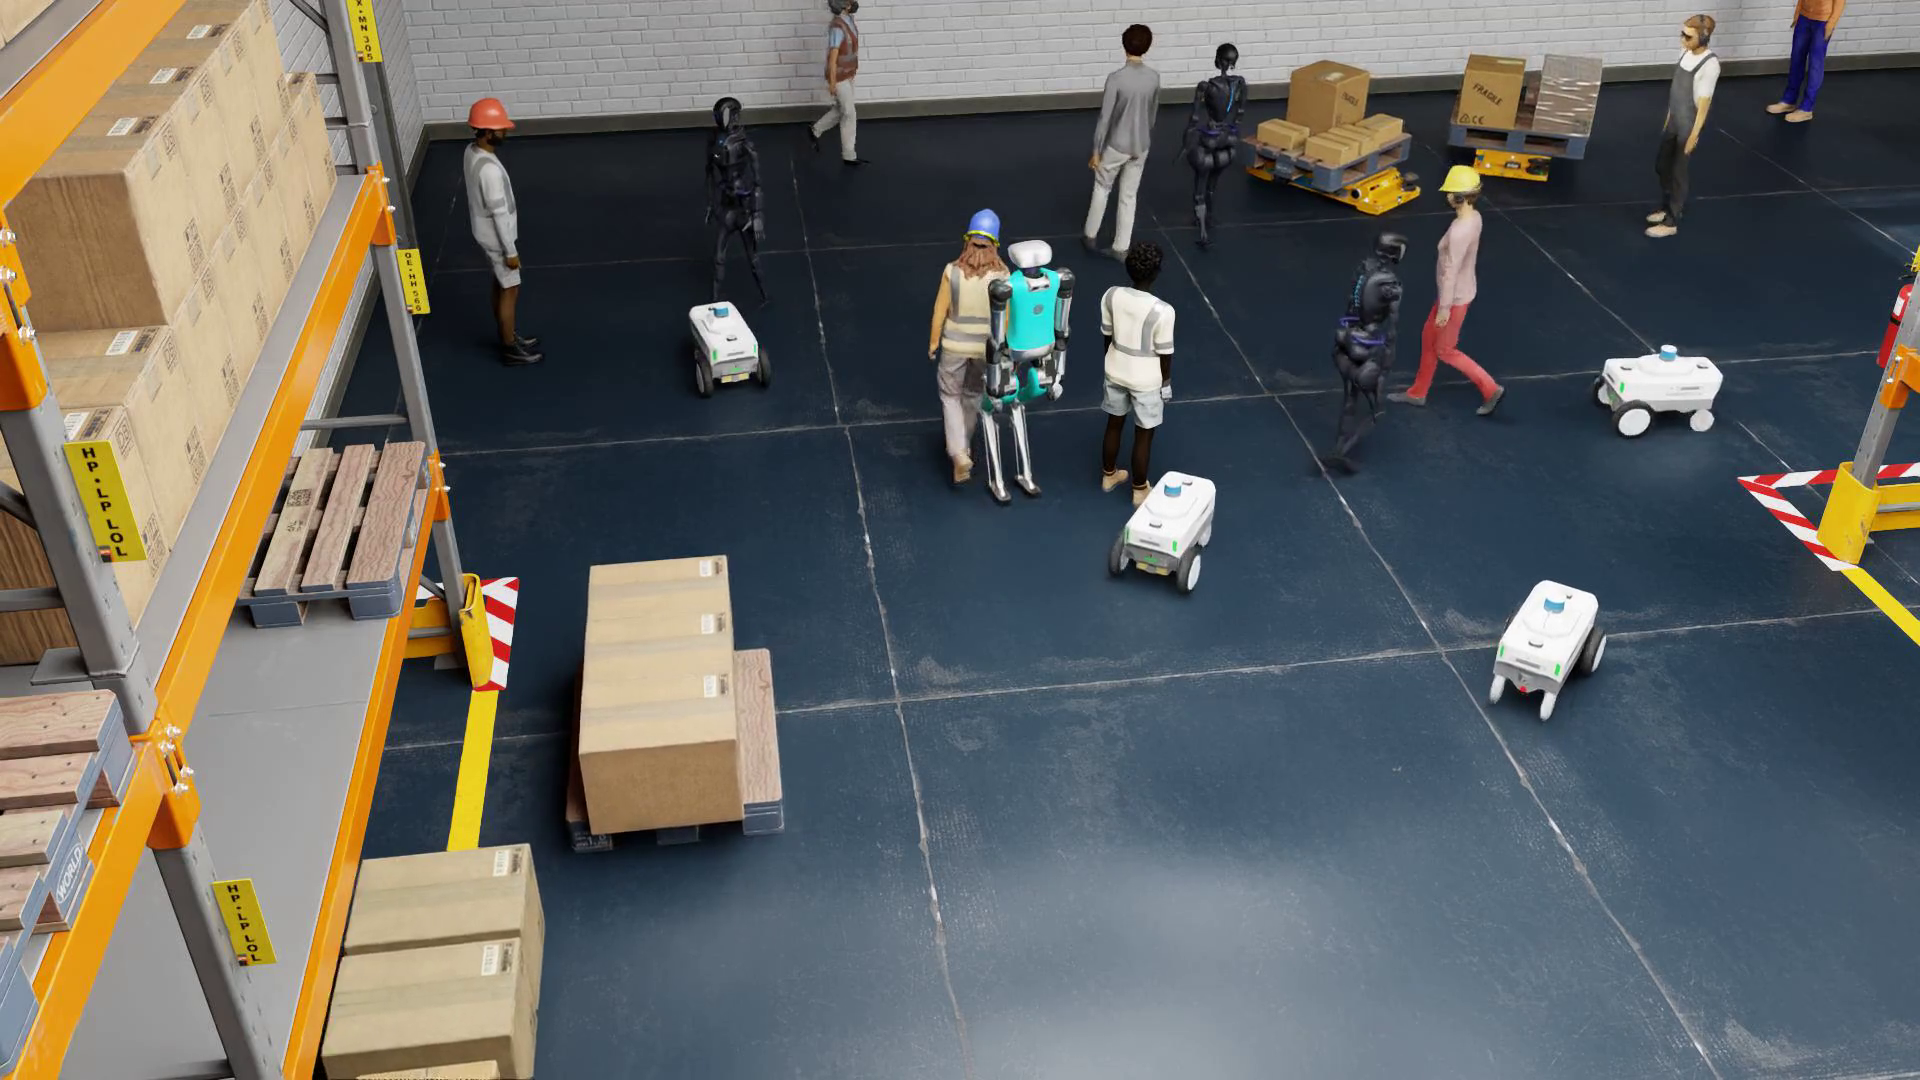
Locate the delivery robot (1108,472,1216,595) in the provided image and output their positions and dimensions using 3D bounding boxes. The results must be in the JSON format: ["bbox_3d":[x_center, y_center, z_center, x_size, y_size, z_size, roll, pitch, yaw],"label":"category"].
[{"bbox_3d":[1.215,-0.062,9.703,0.499,0.614,0.808,15,36,22],"label":"delivery robot"}]

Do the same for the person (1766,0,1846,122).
[{"bbox_3d":[8.255,-5.054,16.046,0.401,1.973,0.515,-11,35,-17],"label":"person"}]

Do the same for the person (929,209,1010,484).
[{"bbox_3d":[0.062,-1.151,10.273,0.504,1.741,0.663,-1,33,-2],"label":"person"}]

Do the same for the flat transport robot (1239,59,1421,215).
[{"bbox_3d":[3.320,-3.253,14.837,0.659,0.231,1.431,-28,42,-36],"label":"flat transport robot"}]

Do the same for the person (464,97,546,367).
[{"bbox_3d":[-3.196,-2.135,11.612,0.389,1.927,0.547,-16,36,-22],"label":"person"}]

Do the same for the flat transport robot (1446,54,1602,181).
[{"bbox_3d":[5.181,-3.692,15.511,0.659,0.231,1.431,11,35,16],"label":"flat transport robot"}]

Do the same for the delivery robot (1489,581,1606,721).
[{"bbox_3d":[3.093,0.535,8.774,0.499,0.598,0.791,20,38,27],"label":"delivery robot"}]

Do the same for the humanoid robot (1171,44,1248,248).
[{"bbox_3d":[1.981,-3.223,13.521,0.612,1.649,0.550,-19,37,-26],"label":"humanoid robot"}]

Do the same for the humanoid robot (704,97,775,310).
[{"bbox_3d":[-1.690,-2.441,12.317,0.602,1.645,0.624,24,40,32],"label":"humanoid robot"}]

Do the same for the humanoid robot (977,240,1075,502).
[{"bbox_3d":[0.323,-1.069,10.070,0.530,1.713,0.699,-13,35,-19],"label":"humanoid robot"}]

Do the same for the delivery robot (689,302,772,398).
[{"bbox_3d":[-1.640,-1.359,11.688,0.521,0.611,0.782,-12,35,-18],"label":"delivery robot"}]

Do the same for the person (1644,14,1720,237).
[{"bbox_3d":[5.955,-3.390,13.626,0.444,1.832,0.569,-4,33,-5],"label":"person"}]

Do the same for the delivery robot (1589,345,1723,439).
[{"bbox_3d":[4.661,-1.013,11.149,0.783,0.601,0.499,-1,33,-2],"label":"delivery robot"}]

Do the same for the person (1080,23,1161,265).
[{"bbox_3d":[1.260,-3.169,13.248,0.601,1.861,0.716,-11,35,-16],"label":"person"}]

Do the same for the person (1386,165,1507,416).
[{"bbox_3d":[3.317,-1.606,10.972,0.724,1.739,0.536,13,35,20],"label":"person"}]

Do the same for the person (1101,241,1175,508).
[{"bbox_3d":[1.064,-0.994,10.076,0.531,1.693,0.319,28,42,36],"label":"person"}]

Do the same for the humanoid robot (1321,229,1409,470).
[{"bbox_3d":[2.490,-1.165,10.357,0.363,1.652,0.597,-8,34,-12],"label":"humanoid robot"}]

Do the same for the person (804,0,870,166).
[{"bbox_3d":[-1.141,-4.216,15.019,0.585,1.669,0.458,5,33,8],"label":"person"}]
